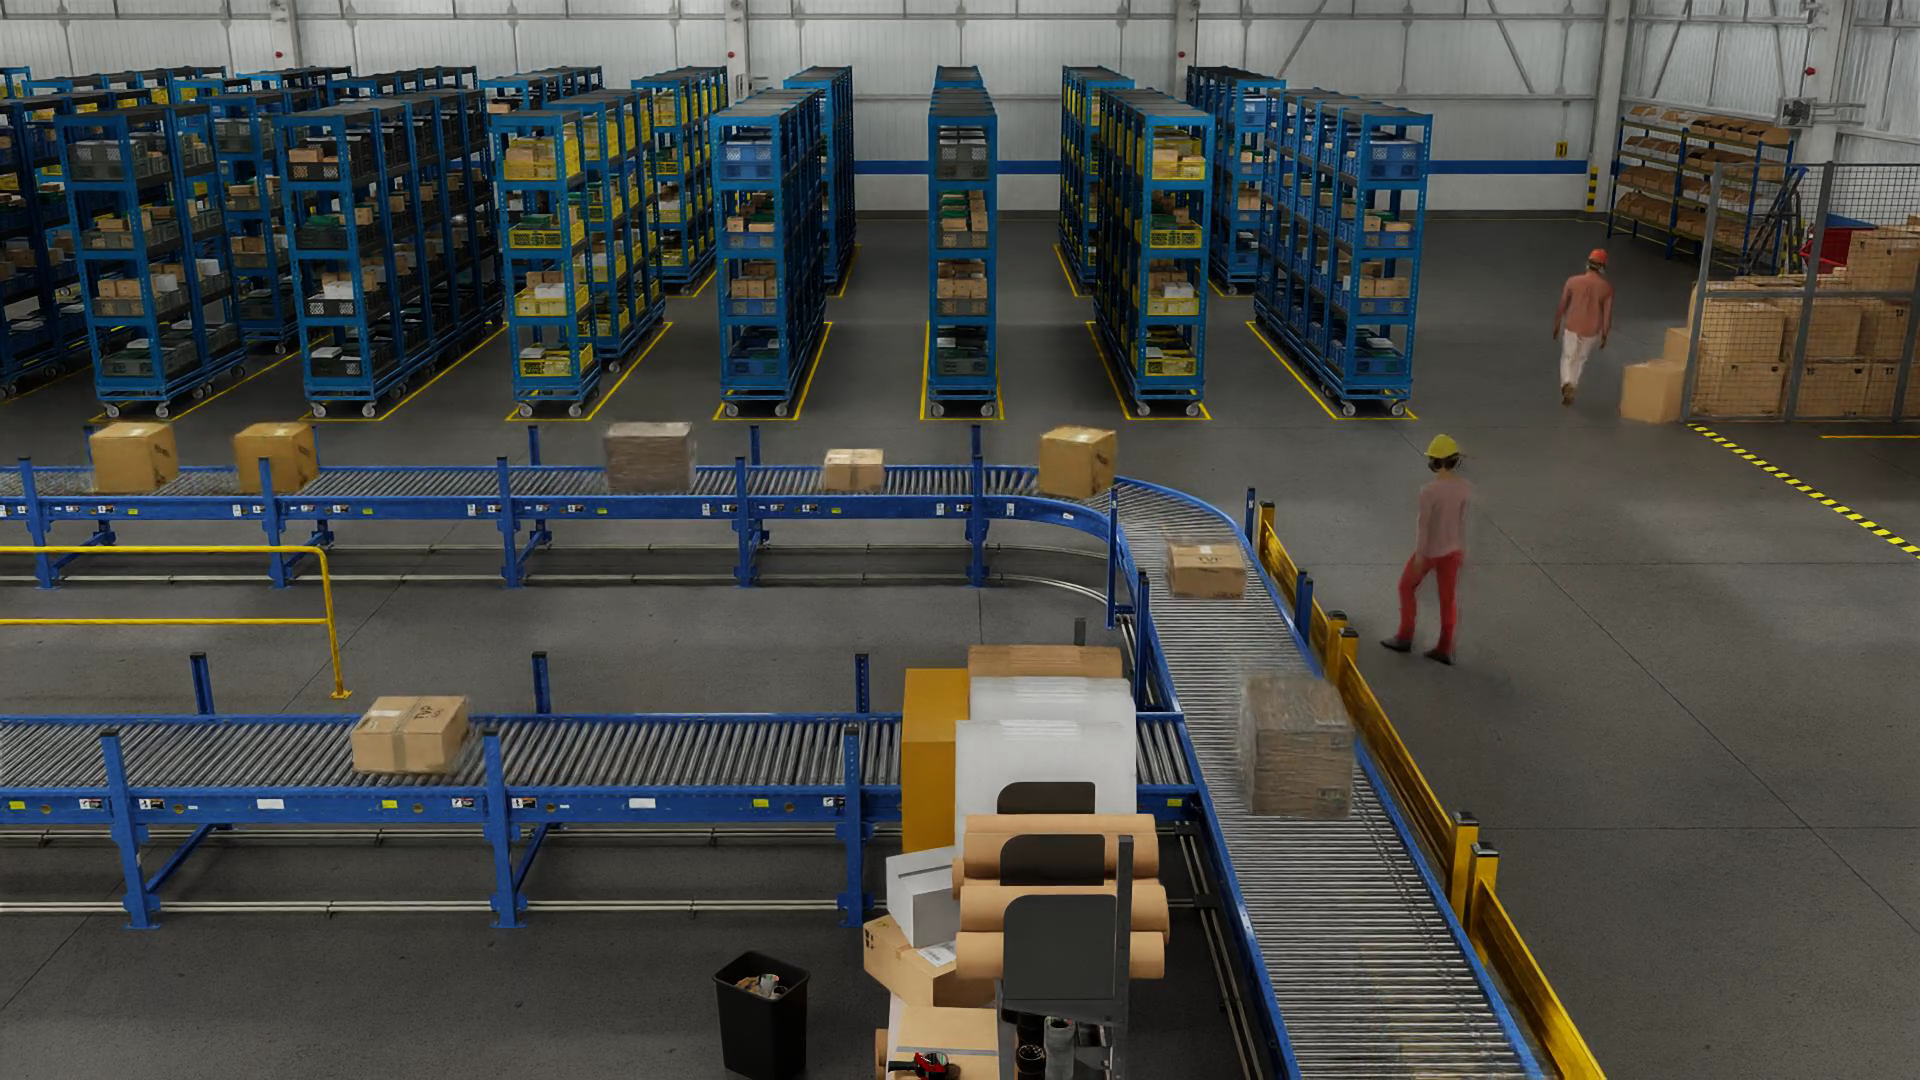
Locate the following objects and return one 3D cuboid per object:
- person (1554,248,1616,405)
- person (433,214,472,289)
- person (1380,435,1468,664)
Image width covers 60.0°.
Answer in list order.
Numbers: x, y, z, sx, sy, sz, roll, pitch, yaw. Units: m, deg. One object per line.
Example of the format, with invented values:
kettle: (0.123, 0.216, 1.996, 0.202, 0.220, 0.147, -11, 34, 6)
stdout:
person: (7.663, -2.590, 20.472, 0.657, 1.954, 0.720, 7, 19, 20)
person: (-8.315, -4.737, 27.302, 0.709, 1.822, 0.569, 1, 18, 3)
person: (3.558, 0.048, 12.650, 0.559, 1.740, 0.682, -11, 21, -30)
